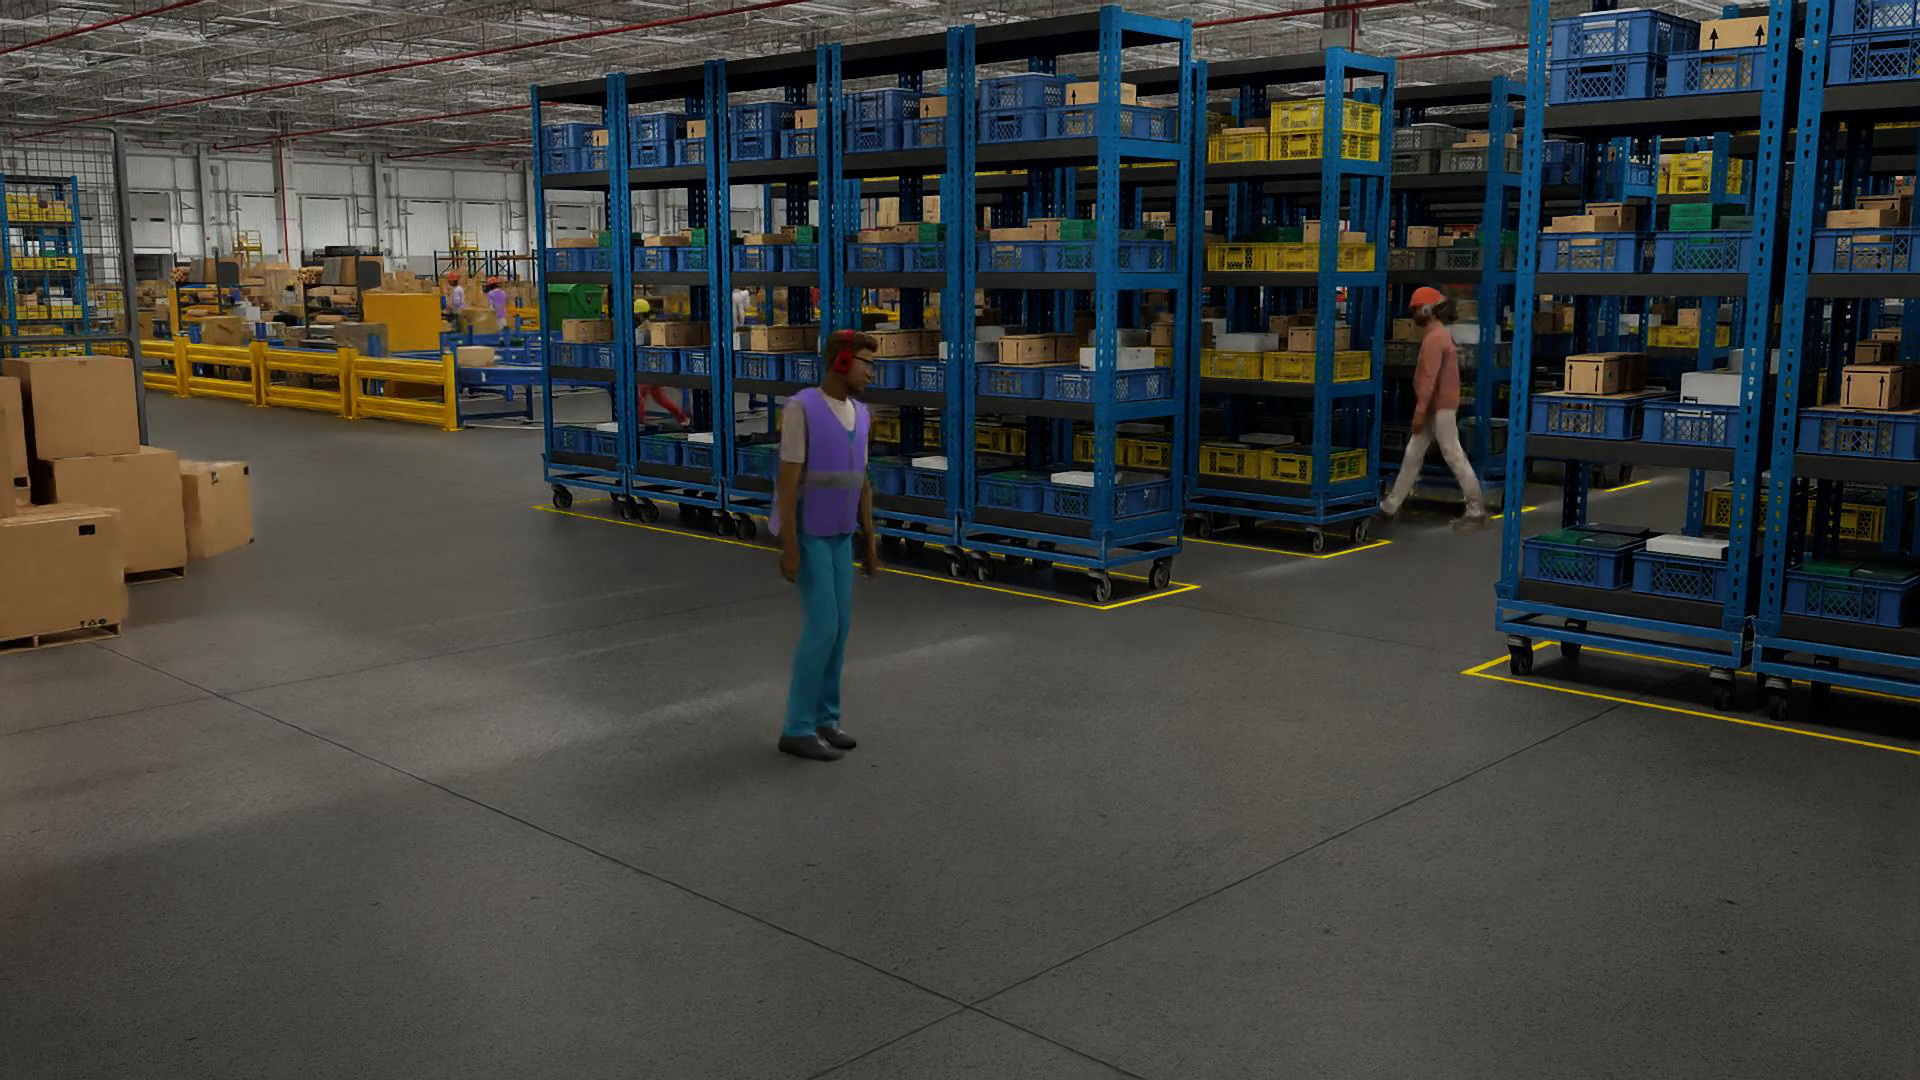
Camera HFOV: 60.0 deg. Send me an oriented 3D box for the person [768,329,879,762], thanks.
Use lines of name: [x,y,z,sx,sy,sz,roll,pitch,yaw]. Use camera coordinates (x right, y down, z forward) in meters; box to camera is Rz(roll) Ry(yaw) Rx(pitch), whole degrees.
person: [-0.589,0.012,7.144,0.447,1.825,0.605,5,10,27]

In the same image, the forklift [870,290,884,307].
forklift: [-2.995,-11.228,72.785,1.873,2.768,1.129,9,13,43]

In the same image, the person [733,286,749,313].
person: [-6.356,-6.665,48.150,0.606,1.791,0.919,-8,13,-42]

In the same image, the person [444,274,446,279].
person: [-19.684,-9.308,64.016,0.550,1.909,0.943,-4,10,-23]

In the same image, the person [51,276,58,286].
person: [-30.270,-7.993,55.736,0.748,1.971,0.624,1,9,9]

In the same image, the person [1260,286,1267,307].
person: [10.897,-8.855,60.797,0.607,2.044,0.374,2,9,12]

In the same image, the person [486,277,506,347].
person: [-11.155,-5.413,40.210,0.540,1.894,0.830,-9,13,-44]

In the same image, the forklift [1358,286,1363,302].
forklift: [11.100,-7.017,46.970,1.873,2.768,1.129,9,13,43]

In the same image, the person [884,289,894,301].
person: [-2.459,-8.323,58.405,0.356,1.753,0.544,8,12,41]

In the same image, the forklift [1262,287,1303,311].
forklift: [10.769,-8.203,54.240,1.129,2.768,1.873,8,12,42]

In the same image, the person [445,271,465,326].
person: [-12.118,-5.492,40.299,0.599,2.010,0.613,-2,9,-13]

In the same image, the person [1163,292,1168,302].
person: [8.014,-9.347,64.947,0.607,1.675,0.544,9,13,43]

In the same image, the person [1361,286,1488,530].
person: [3.741,-1.035,13.220,1.044,1.926,0.736,3,10,16]

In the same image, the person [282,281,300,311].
person: [-20.963,-7.274,52.154,0.507,1.702,0.821,-3,10,-18]

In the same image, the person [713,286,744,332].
person: [-4.816,-4.478,34.484,0.639,1.872,0.878,3,10,17]

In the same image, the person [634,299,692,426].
person: [-3.726,-2.095,20.352,0.883,1.717,0.499,-4,10,-21]
